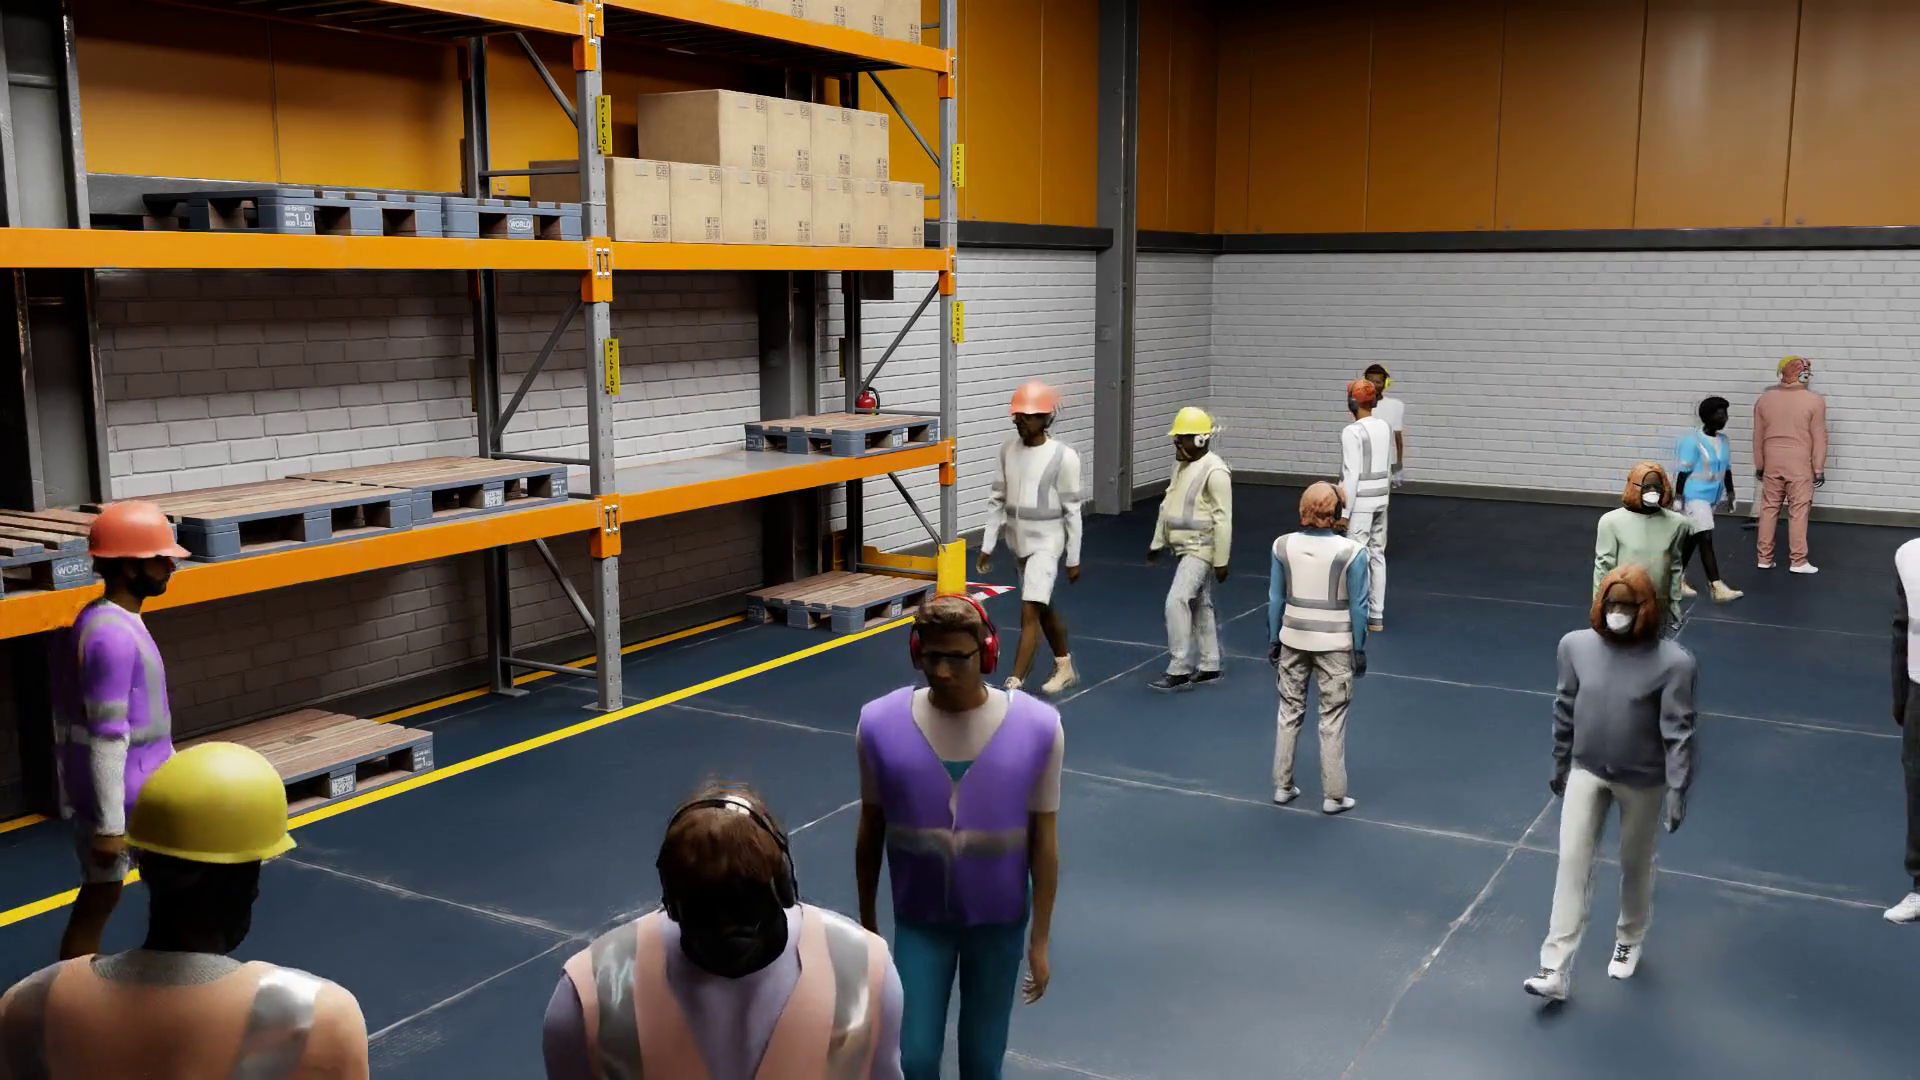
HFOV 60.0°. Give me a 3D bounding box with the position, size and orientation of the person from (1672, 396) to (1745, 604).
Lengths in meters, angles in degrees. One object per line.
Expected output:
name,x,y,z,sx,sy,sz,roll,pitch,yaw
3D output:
person,6.057,-0.316,13.361,0.554,1.655,0.841,-6,11,-31

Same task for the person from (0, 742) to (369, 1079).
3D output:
person,-1.225,1.266,2.751,0.587,1.897,0.605,1,9,7

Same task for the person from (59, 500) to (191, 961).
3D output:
person,-2.664,0.811,5.561,0.872,1.898,0.561,-6,11,-33

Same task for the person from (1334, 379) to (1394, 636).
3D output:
person,2.947,-0.236,12.190,0.356,1.881,0.575,9,13,44

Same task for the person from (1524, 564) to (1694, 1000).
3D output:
person,2.360,0.890,6.027,0.530,1.587,0.831,7,12,38

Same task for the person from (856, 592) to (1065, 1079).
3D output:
person,-0.003,1.025,4.515,0.562,1.823,0.480,0,9,3

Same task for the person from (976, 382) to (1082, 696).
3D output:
person,0.432,0.040,10.140,0.607,1.995,1.067,9,13,43

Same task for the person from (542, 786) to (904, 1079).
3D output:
person,-0.378,1.305,2.804,0.620,1.815,0.540,-1,9,-8

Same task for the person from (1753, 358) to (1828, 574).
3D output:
person,7.368,-0.654,14.744,0.405,1.903,0.636,-7,11,-36

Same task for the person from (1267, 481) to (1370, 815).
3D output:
person,1.758,0.527,8.194,0.522,1.636,0.311,7,11,37

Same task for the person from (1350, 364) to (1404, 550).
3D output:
person,3.711,-0.642,14.836,0.528,1.854,0.444,4,10,24

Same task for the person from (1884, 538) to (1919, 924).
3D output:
person,4.107,0.625,6.792,0.631,1.887,0.605,-5,10,-29

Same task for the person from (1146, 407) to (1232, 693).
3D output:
person,1.398,0.060,10.559,0.678,1.805,0.596,-2,9,-13

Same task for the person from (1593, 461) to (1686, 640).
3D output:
person,3.718,0.378,9.127,0.507,1.632,0.264,-1,9,-5

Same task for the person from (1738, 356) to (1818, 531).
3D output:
person,8.436,-0.977,17.096,0.790,1.799,0.541,0,9,1
